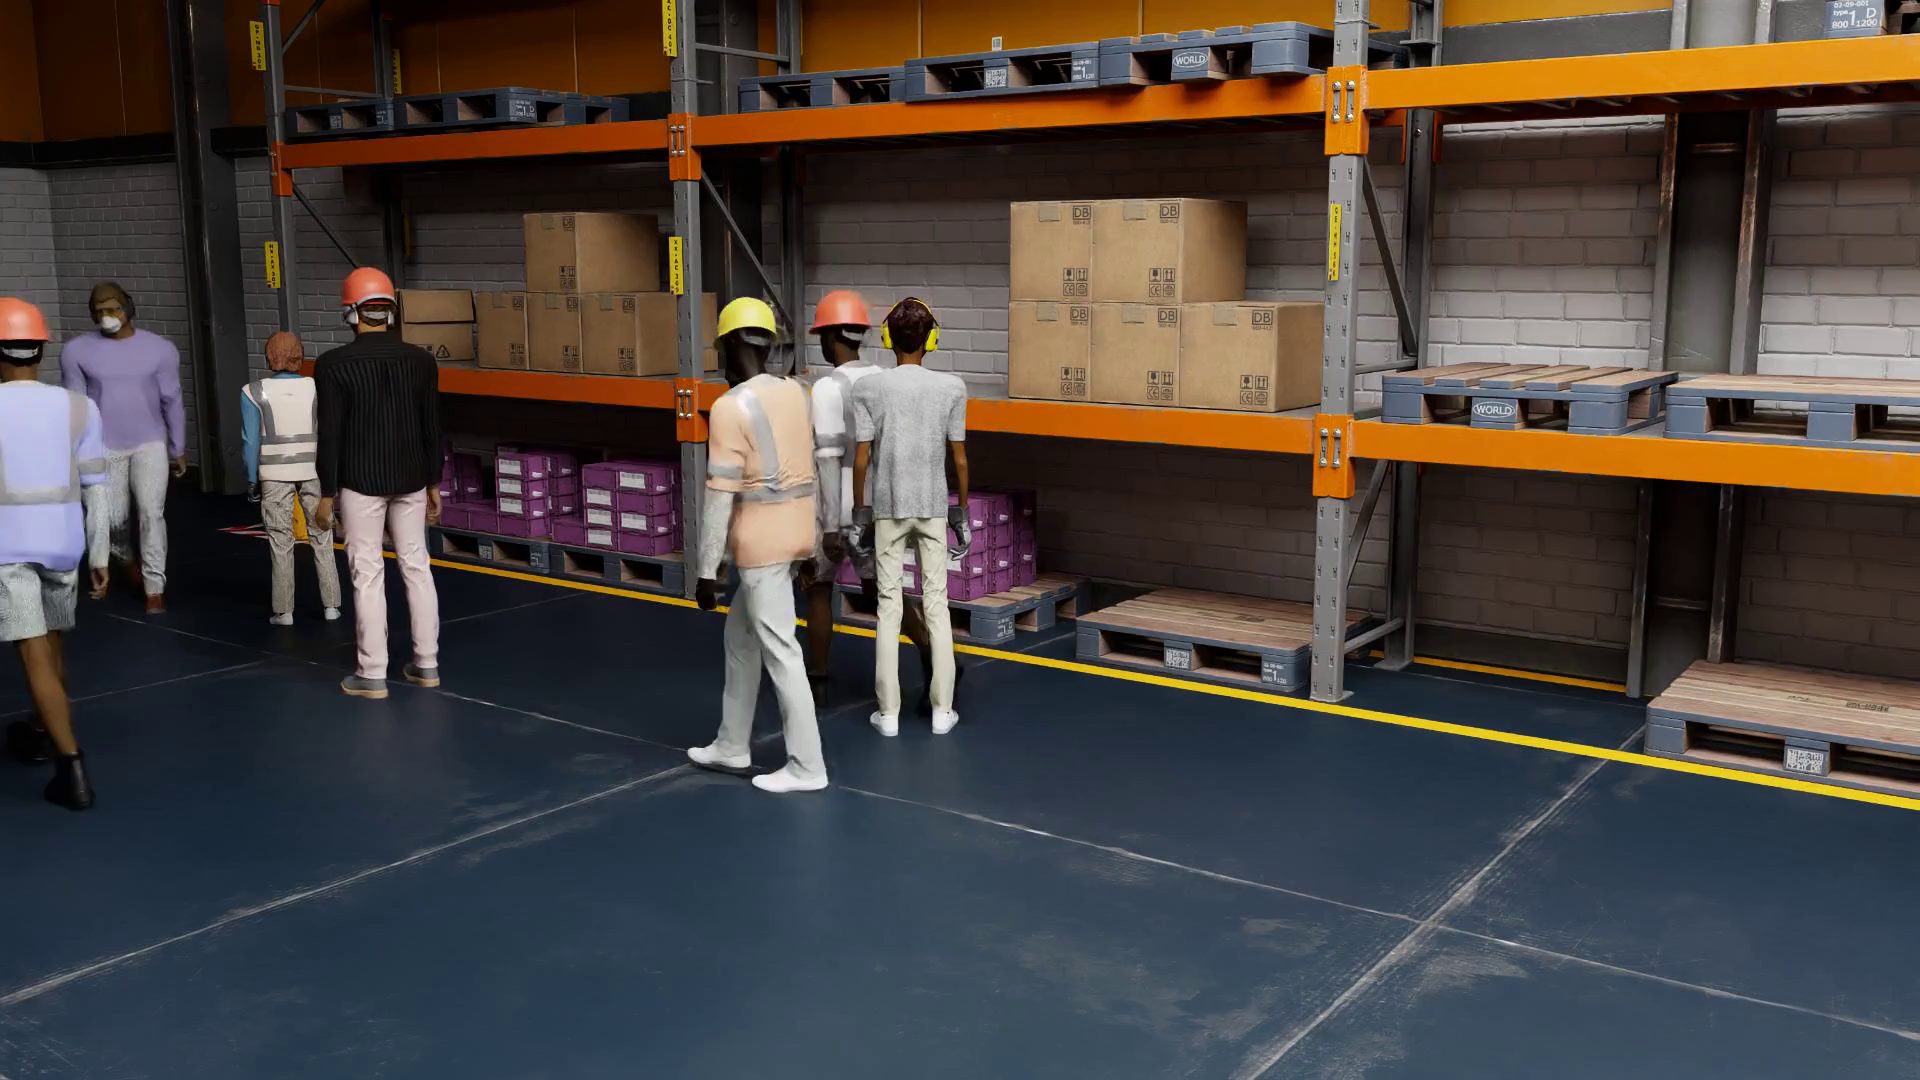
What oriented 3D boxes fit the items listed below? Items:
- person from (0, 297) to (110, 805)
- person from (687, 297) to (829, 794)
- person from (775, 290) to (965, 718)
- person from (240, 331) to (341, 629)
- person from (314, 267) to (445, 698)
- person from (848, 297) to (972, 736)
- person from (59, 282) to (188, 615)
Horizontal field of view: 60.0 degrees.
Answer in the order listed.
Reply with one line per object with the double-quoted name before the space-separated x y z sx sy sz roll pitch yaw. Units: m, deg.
"person" -3.556 0.030 6.333 0.989 1.888 0.565 8 13 40
"person" -0.843 0.031 6.326 0.807 1.872 0.615 4 10 21
"person" -0.413 -0.150 7.375 0.867 1.905 0.545 7 12 35
"person" -3.688 -0.331 9.205 0.520 1.639 0.312 -6 11 -32
"person" -2.705 -0.267 7.763 0.391 1.992 0.622 9 13 42
"person" -0.214 -0.093 7.100 0.534 1.869 0.315 -1 10 -6
"person" -4.861 -0.547 9.717 0.645 1.914 0.767 -4 10 -25
